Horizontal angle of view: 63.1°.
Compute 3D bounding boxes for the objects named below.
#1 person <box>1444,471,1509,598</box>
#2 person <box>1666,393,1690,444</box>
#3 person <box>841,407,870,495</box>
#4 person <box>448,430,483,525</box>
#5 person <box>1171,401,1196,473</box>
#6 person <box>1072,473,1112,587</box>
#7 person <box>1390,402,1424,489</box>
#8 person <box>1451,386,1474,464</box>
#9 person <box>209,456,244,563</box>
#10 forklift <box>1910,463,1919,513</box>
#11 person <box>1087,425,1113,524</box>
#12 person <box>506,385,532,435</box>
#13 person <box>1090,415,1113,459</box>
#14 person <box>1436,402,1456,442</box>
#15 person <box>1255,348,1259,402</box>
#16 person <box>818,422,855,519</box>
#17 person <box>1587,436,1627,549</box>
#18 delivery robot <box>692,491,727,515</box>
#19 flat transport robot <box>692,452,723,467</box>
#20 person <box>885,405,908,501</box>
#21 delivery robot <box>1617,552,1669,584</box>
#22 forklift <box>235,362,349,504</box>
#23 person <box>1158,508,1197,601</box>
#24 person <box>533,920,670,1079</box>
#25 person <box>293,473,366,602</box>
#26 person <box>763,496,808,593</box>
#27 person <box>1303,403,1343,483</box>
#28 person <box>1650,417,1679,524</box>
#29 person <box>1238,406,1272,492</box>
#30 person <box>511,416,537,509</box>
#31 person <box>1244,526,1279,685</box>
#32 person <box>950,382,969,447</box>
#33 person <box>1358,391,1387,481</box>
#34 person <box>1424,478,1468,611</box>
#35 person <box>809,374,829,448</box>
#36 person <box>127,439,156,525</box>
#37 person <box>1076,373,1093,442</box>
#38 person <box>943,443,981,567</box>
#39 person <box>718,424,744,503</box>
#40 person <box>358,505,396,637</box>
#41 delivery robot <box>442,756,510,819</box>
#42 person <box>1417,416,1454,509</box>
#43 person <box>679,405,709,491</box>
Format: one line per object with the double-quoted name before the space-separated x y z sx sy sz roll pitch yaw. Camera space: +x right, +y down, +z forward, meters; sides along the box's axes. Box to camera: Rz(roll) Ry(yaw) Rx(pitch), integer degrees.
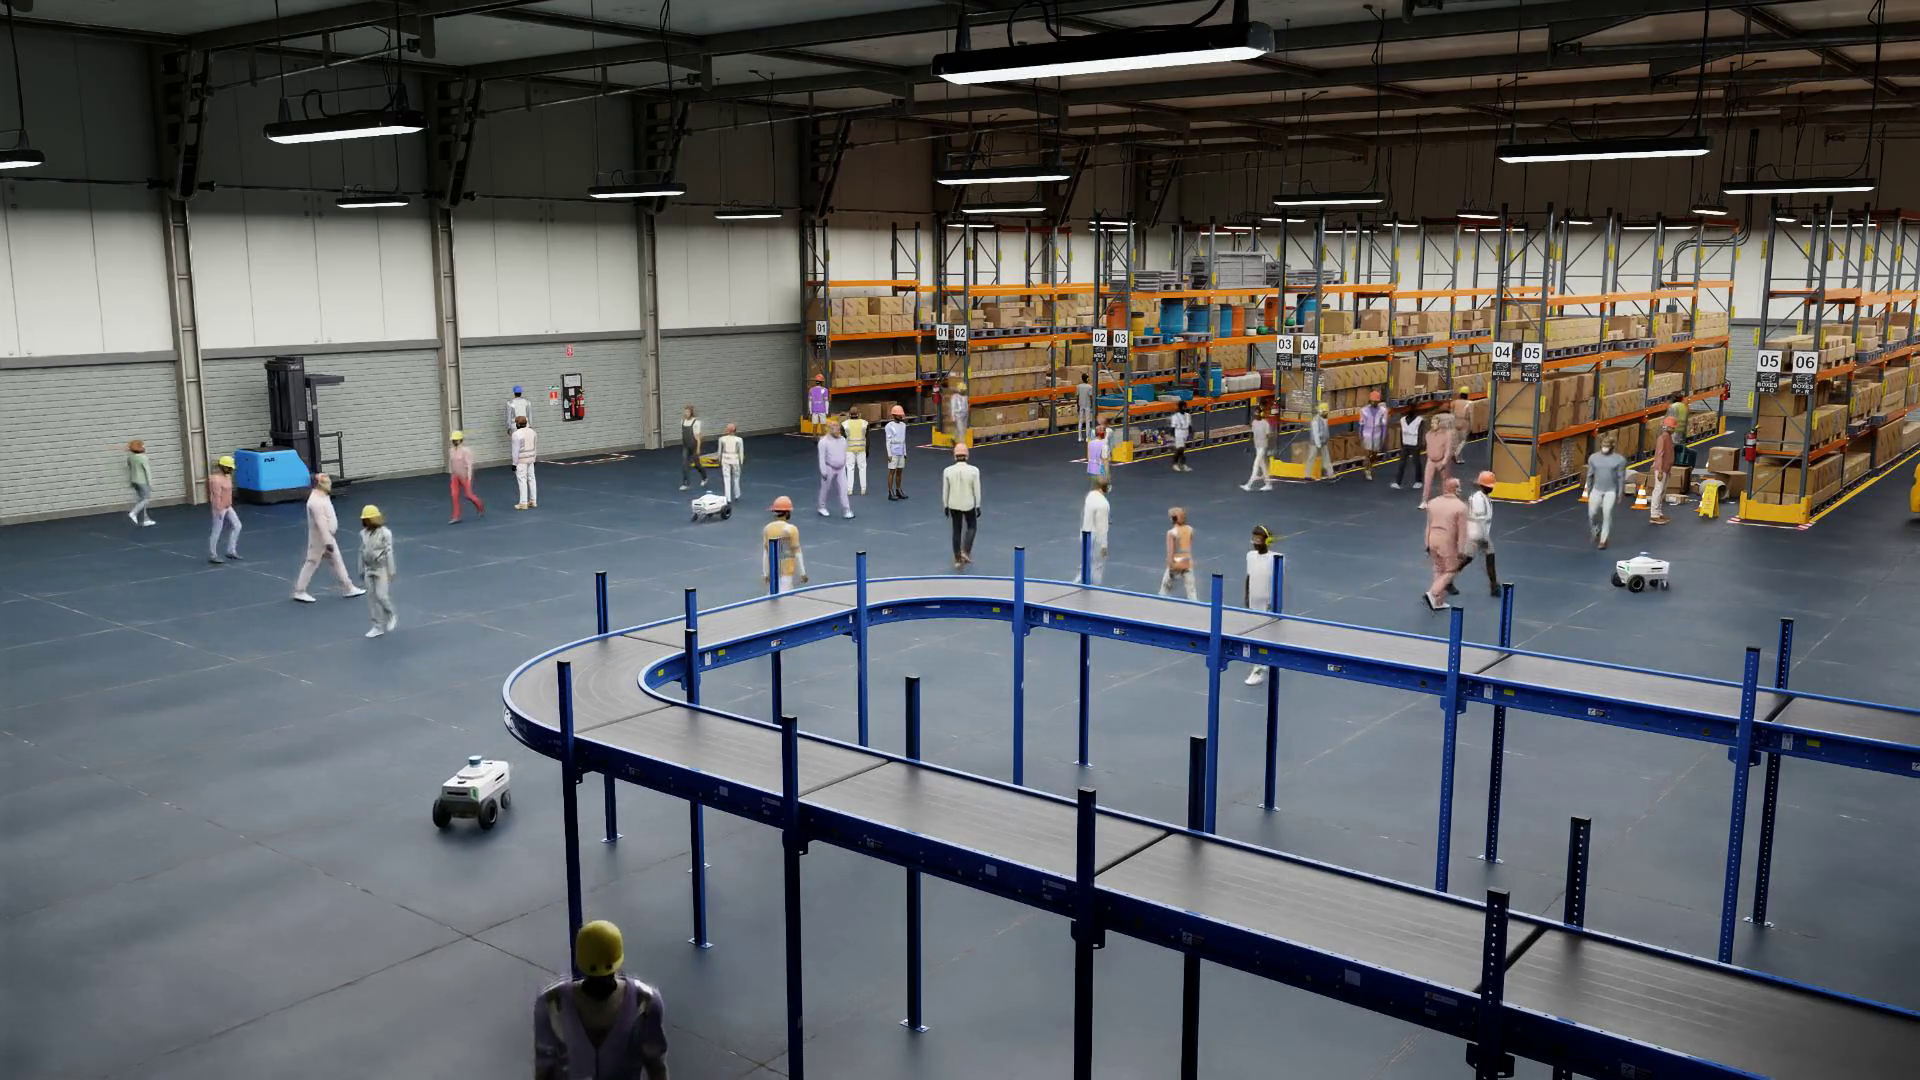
"person" 7.509 -0.097 22.771 0.977 1.880 0.549 7 12 33
"person" 16.766 -2.549 36.772 0.797 1.799 0.432 -5 11 -27
"person" -2.204 -1.872 32.839 0.621 1.838 0.429 -2 10 -13
"person" -9.310 -1.201 29.339 0.528 1.746 0.737 4 11 24
"person" 5.182 -2.379 36.163 0.548 1.648 0.851 -8 13 -37
"person" 1.869 0.010 22.001 0.538 1.920 0.645 -2 10 -11
"person" 9.672 -2.021 33.591 0.997 1.869 0.607 -9 13 -41
"person" 12.034 -2.753 37.621 0.591 1.908 0.706 10 14 44
"person" -11.935 -0.496 25.392 0.617 1.722 0.642 0 10 -2
"forklift" 19.034 -1.348 28.998 2.313 2.155 1.214 8 13 37
"person" 2.581 -1.218 29.124 0.389 1.846 0.567 -6 12 -30
"person" -10.462 -2.696 37.153 0.605 1.948 0.404 -6 12 -30
"person" 3.023 -1.853 33.360 0.519 1.615 0.766 -3 11 -18
"person" 11.245 -2.398 36.406 0.511 1.610 0.588 9 14 42
"person" 10.132 -5.798 54.683 0.772 1.924 0.640 7 12 35
"person" -2.403 -1.338 29.818 0.653 1.847 1.016 -7 12 -34
"person" 10.974 -0.812 26.626 0.633 1.928 0.429 6 12 32
"delivery robot" -4.743 -0.687 29.623 0.477 0.478 0.707 6 12 30
"flat transport robot" -5.861 -1.953 37.812 0.652 0.197 1.431 3 11 18
"person" -1.287 -1.798 32.120 0.349 1.942 0.545 8 13 39
"delivery robot" 10.197 0.427 23.352 0.707 0.478 0.477 -2 10 -9
"forklift" -13.803 -2.244 32.110 1.129 2.768 1.873 8 13 37
"person" 2.900 0.354 20.996 0.519 1.591 0.884 -8 13 -38
"person" -1.640 2.645 7.185 0.627 1.909 0.423 -2 10 -11
"person" -9.142 -0.037 22.476 1.013 1.851 0.664 -2 10 -13
"person" -2.305 0.381 20.023 0.541 1.897 1.019 9 14 42
"person" 7.974 -2.123 34.392 0.933 1.775 0.620 9 13 40
"person" 13.172 -1.311 29.238 0.392 1.990 0.614 8 13 37
"person" 6.293 -1.934 33.215 0.954 1.820 0.521 -4 11 -22
"person" -8.645 -1.543 30.965 0.429 1.842 0.629 5 11 28
"person" 3.521 0.736 18.146 0.544 1.849 0.503 -9 14 -43
"person" -0.017 -3.158 40.153 0.551 1.816 0.593 8 13 37
"person" 9.243 -2.366 35.131 0.628 2.010 0.770 1 10 4
"person" 6.691 0.081 21.730 0.628 1.880 0.661 -7 12 -33
"person" -3.691 -3.385 41.062 0.545 1.939 0.374 3 11 18
"person" -15.122 -1.052 28.802 0.512 1.619 0.527 5 11 25
"person" 3.402 -3.603 42.483 0.513 1.872 0.328 6 12 30
"person" 0.036 -0.566 25.087 0.643 1.972 0.462 2 10 14
"person" -4.655 -1.561 31.777 0.532 1.583 0.870 0 10 -2
"person" -7.604 0.401 20.333 0.515 1.731 0.360 3 11 17
"delivery robot" -4.244 2.138 13.722 0.477 0.478 0.707 2 10 8
"person" 9.510 -1.551 31.015 0.637 1.853 1.027 10 14 44
"person" -5.739 -1.998 33.593 0.516 1.823 0.839 5 11 26
